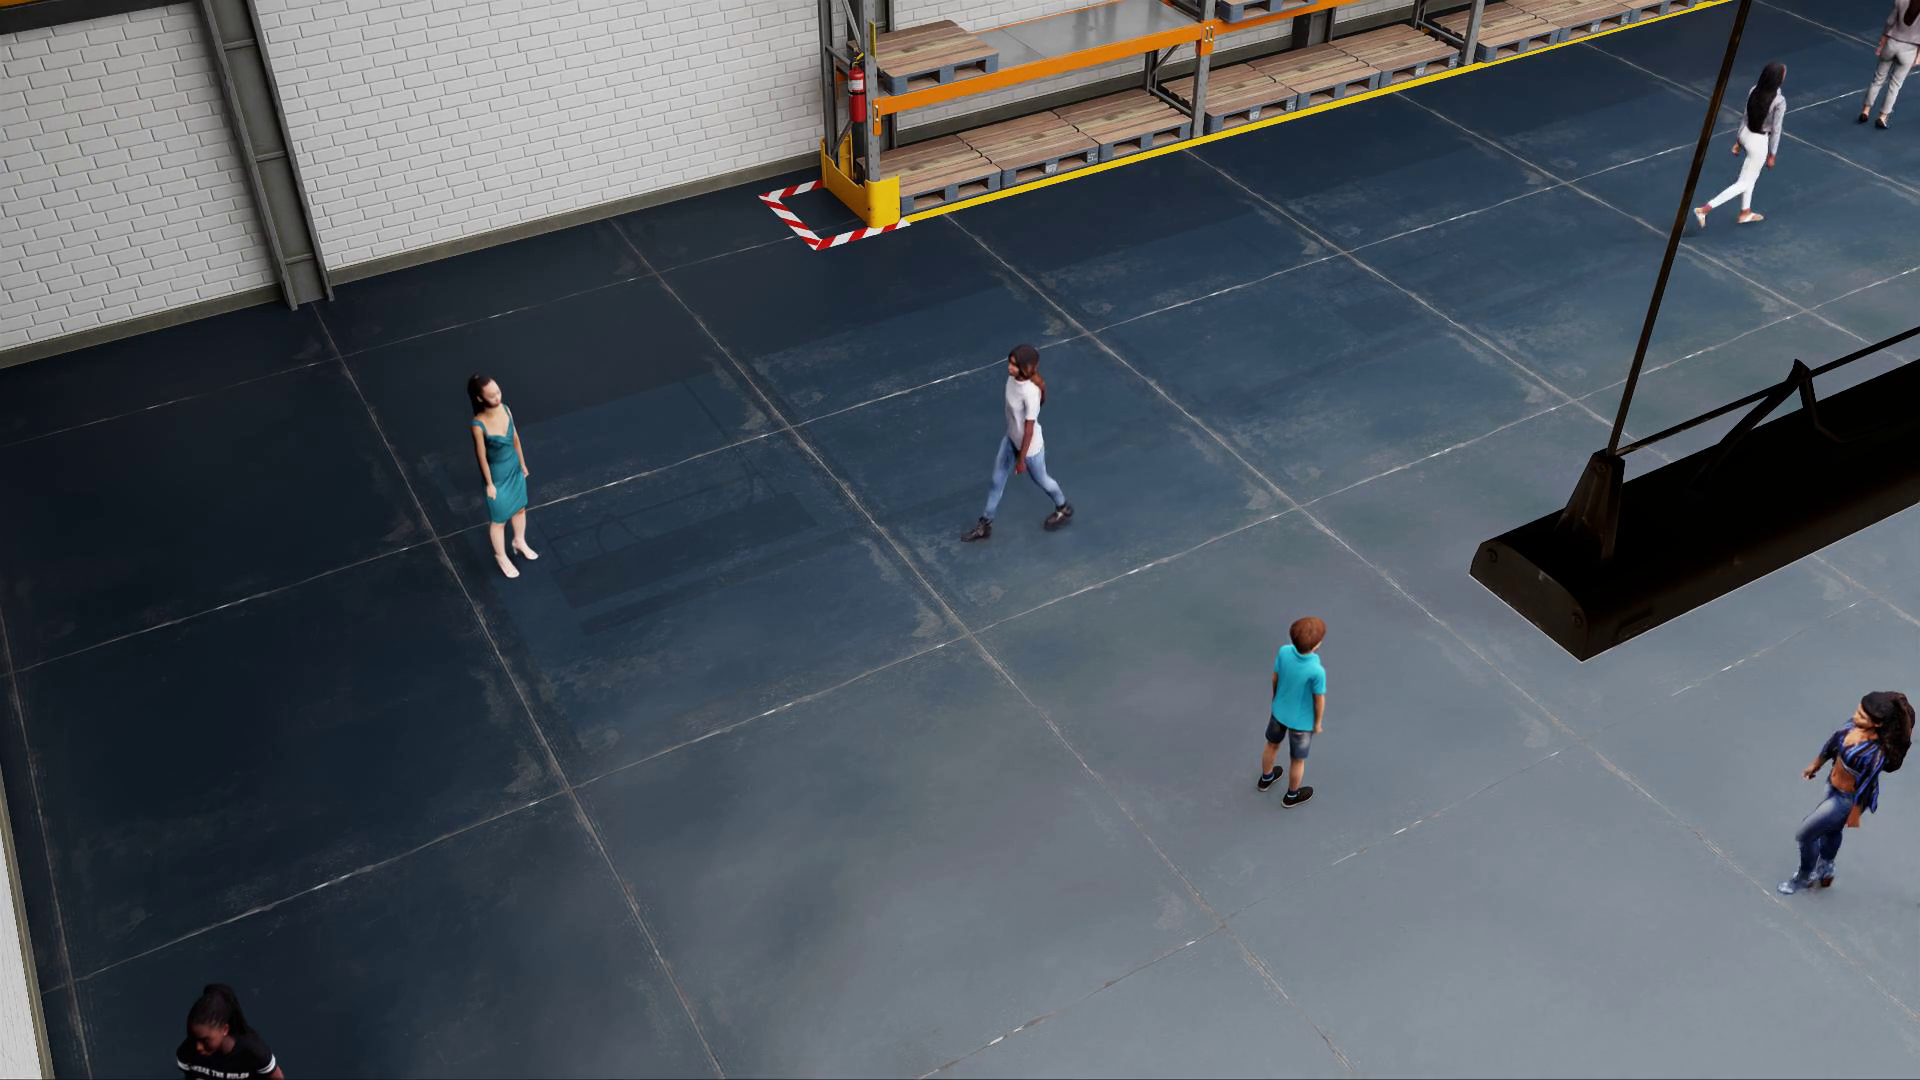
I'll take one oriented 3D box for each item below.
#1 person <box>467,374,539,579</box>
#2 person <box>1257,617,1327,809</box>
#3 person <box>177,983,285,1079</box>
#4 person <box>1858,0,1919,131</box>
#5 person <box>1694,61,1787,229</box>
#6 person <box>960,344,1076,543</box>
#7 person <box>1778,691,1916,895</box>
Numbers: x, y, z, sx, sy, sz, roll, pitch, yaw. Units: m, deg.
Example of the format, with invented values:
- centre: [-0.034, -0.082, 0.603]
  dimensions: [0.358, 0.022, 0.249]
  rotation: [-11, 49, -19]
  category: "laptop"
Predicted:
- centre: [-3.309, -0.465, 12.002]
  dimensions: [0.678, 1.681, 0.582]
  rotation: [19, 42, 22]
  category: "person"
- centre: [2.068, 1.046, 10.296]
  dimensions: [0.525, 1.449, 0.555]
  rotation: [-29, 47, -31]
  category: "person"
- centre: [-3.382, 2.751, 7.938]
  dimensions: [0.680, 1.728, 0.770]
  rotation: [2, 39, 2]
  category: "person"
- centre: [10.181, -5.282, 18.041]
  dimensions: [0.647, 1.672, 0.671]
  rotation: [-32, 48, -33]
  category: "person"
- centre: [7.644, -3.788, 16.151]
  dimensions: [1.187, 1.696, 0.814]
  rotation: [-9, 40, -12]
  category: "person"
- centre: [0.547, -0.708, 12.311]
  dimensions: [1.199, 1.675, 0.678]
  rotation: [-16, 41, -19]
  category: "person"
- centre: [5.200, 1.471, 9.633]
  dimensions: [0.803, 1.612, 0.752]
  rotation: [7, 39, 9]
  category: "person"
